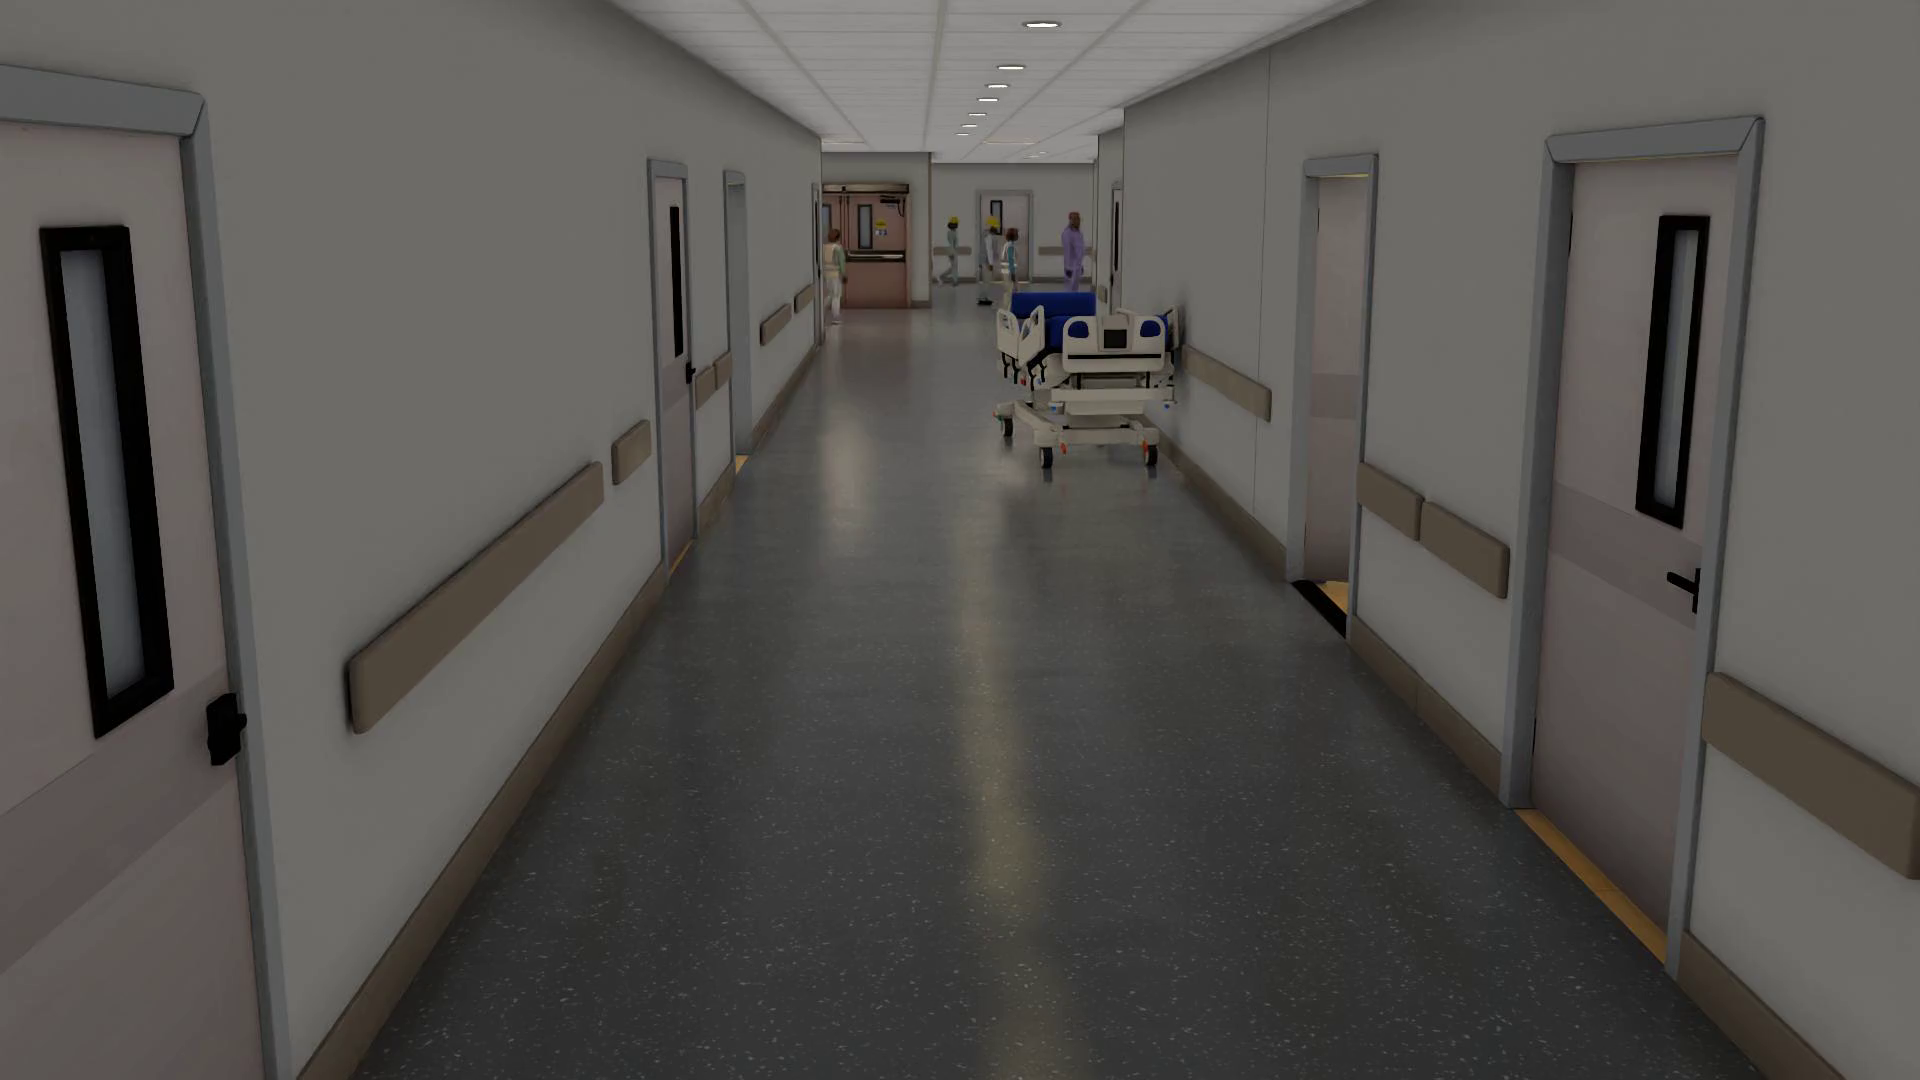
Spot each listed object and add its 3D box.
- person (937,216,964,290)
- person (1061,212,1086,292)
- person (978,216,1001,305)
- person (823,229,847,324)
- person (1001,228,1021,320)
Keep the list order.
[{"bbox_3d":[-0.221,-6.776,39.280,0.589,1.729,0.493,1,12,7],"label":"person"},{"bbox_3d":[2.115,-5.067,30.580,0.393,1.884,0.696,6,13,27],"label":"person"},{"bbox_3d":[0.590,-5.594,33.361,0.499,1.790,0.615,1,12,5],"label":"person"},{"bbox_3d":[-2.157,-4.485,28.374,0.396,1.630,0.528,-10,15,-40],"label":"person"},{"bbox_3d":[0.898,-4.696,29.393,0.396,1.622,0.538,0,12,-2],"label":"person"}]
